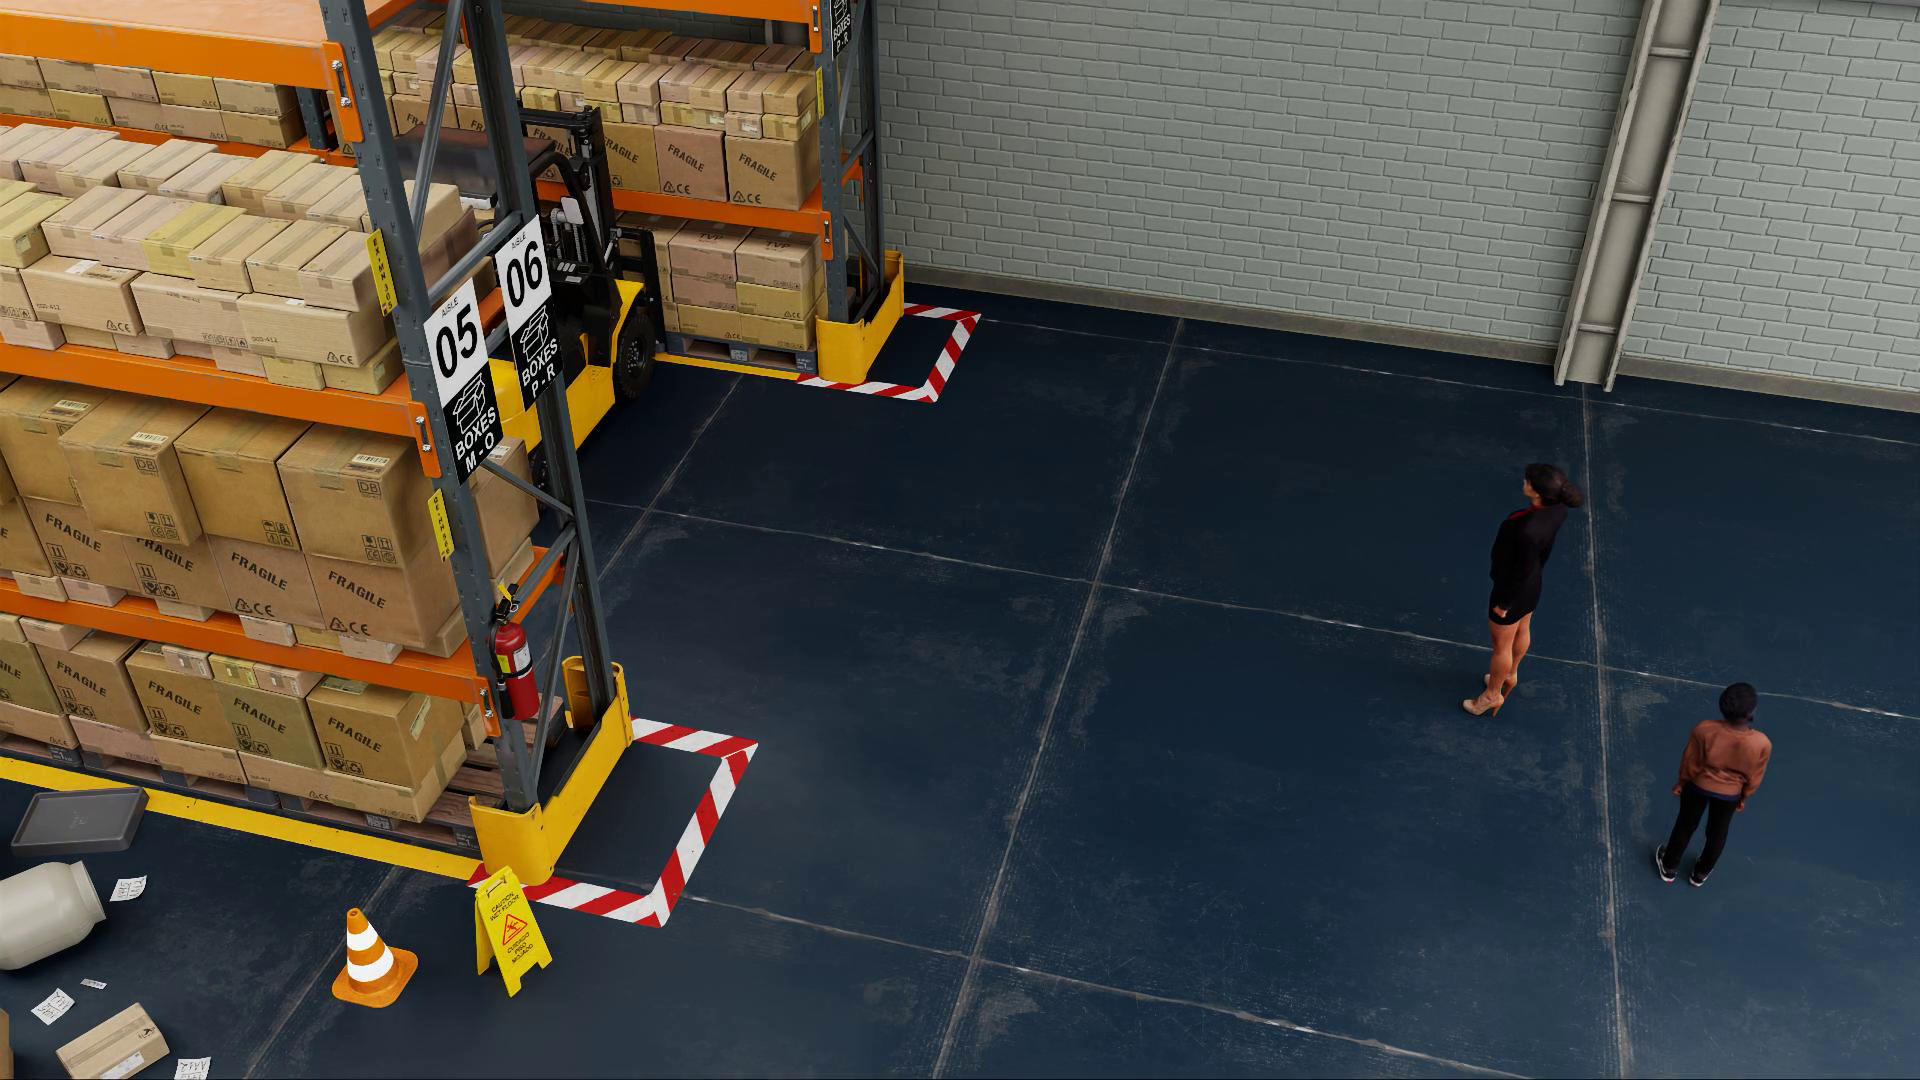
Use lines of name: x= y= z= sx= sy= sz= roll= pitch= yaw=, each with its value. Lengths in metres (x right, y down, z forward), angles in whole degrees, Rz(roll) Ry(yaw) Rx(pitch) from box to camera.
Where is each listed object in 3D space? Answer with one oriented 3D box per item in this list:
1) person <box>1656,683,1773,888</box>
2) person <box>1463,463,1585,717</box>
person: x=3.661 y=1.195 z=8.077 sx=0.428 sy=1.253 sz=0.591 roll=13 pitch=39 yaw=16
person: x=3.009 y=0.271 z=8.972 sx=0.738 sy=1.640 sz=0.678 roll=28 pitch=45 yaw=32
